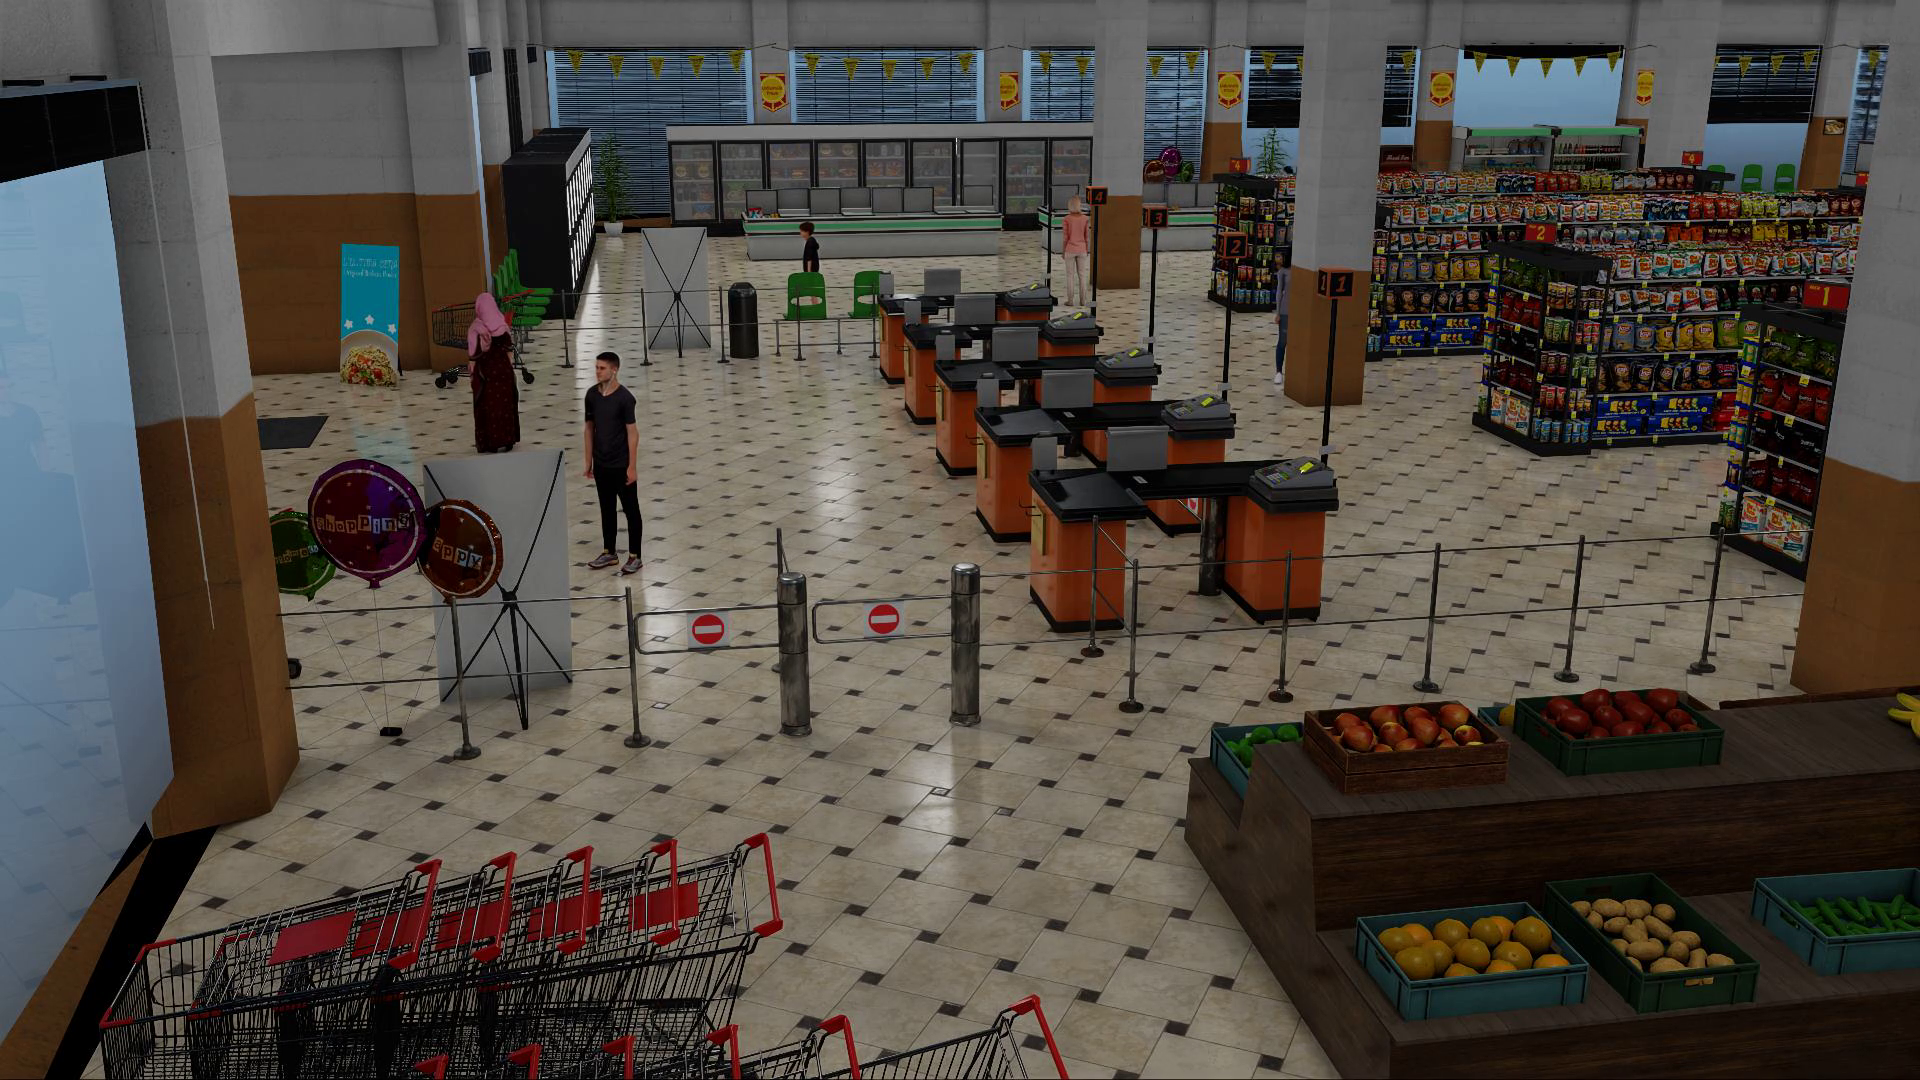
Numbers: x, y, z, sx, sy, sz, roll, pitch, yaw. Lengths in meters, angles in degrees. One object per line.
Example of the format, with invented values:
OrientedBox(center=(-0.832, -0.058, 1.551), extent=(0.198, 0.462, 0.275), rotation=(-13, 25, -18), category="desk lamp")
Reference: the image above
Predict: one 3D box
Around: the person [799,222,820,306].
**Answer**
OrientedBox(center=(-2.254, -4.072, 25.091), extent=(0.514, 1.444, 0.535), rotation=(-2, 17, -6), category="person")

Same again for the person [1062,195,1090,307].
OrientedBox(center=(1.816, -4.570, 26.250), extent=(0.474, 1.723, 0.674), rotation=(-4, 17, -14), category="person")

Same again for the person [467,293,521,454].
OrientedBox(center=(-4.781, -1.714, 16.991), extent=(0.694, 1.639, 0.812), rotation=(-12, 21, -35), category="person")

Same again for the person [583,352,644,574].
OrientedBox(center=(-2.732, -0.617, 13.166), extent=(0.675, 1.763, 0.774), rotation=(8, 19, 24), category="person")
